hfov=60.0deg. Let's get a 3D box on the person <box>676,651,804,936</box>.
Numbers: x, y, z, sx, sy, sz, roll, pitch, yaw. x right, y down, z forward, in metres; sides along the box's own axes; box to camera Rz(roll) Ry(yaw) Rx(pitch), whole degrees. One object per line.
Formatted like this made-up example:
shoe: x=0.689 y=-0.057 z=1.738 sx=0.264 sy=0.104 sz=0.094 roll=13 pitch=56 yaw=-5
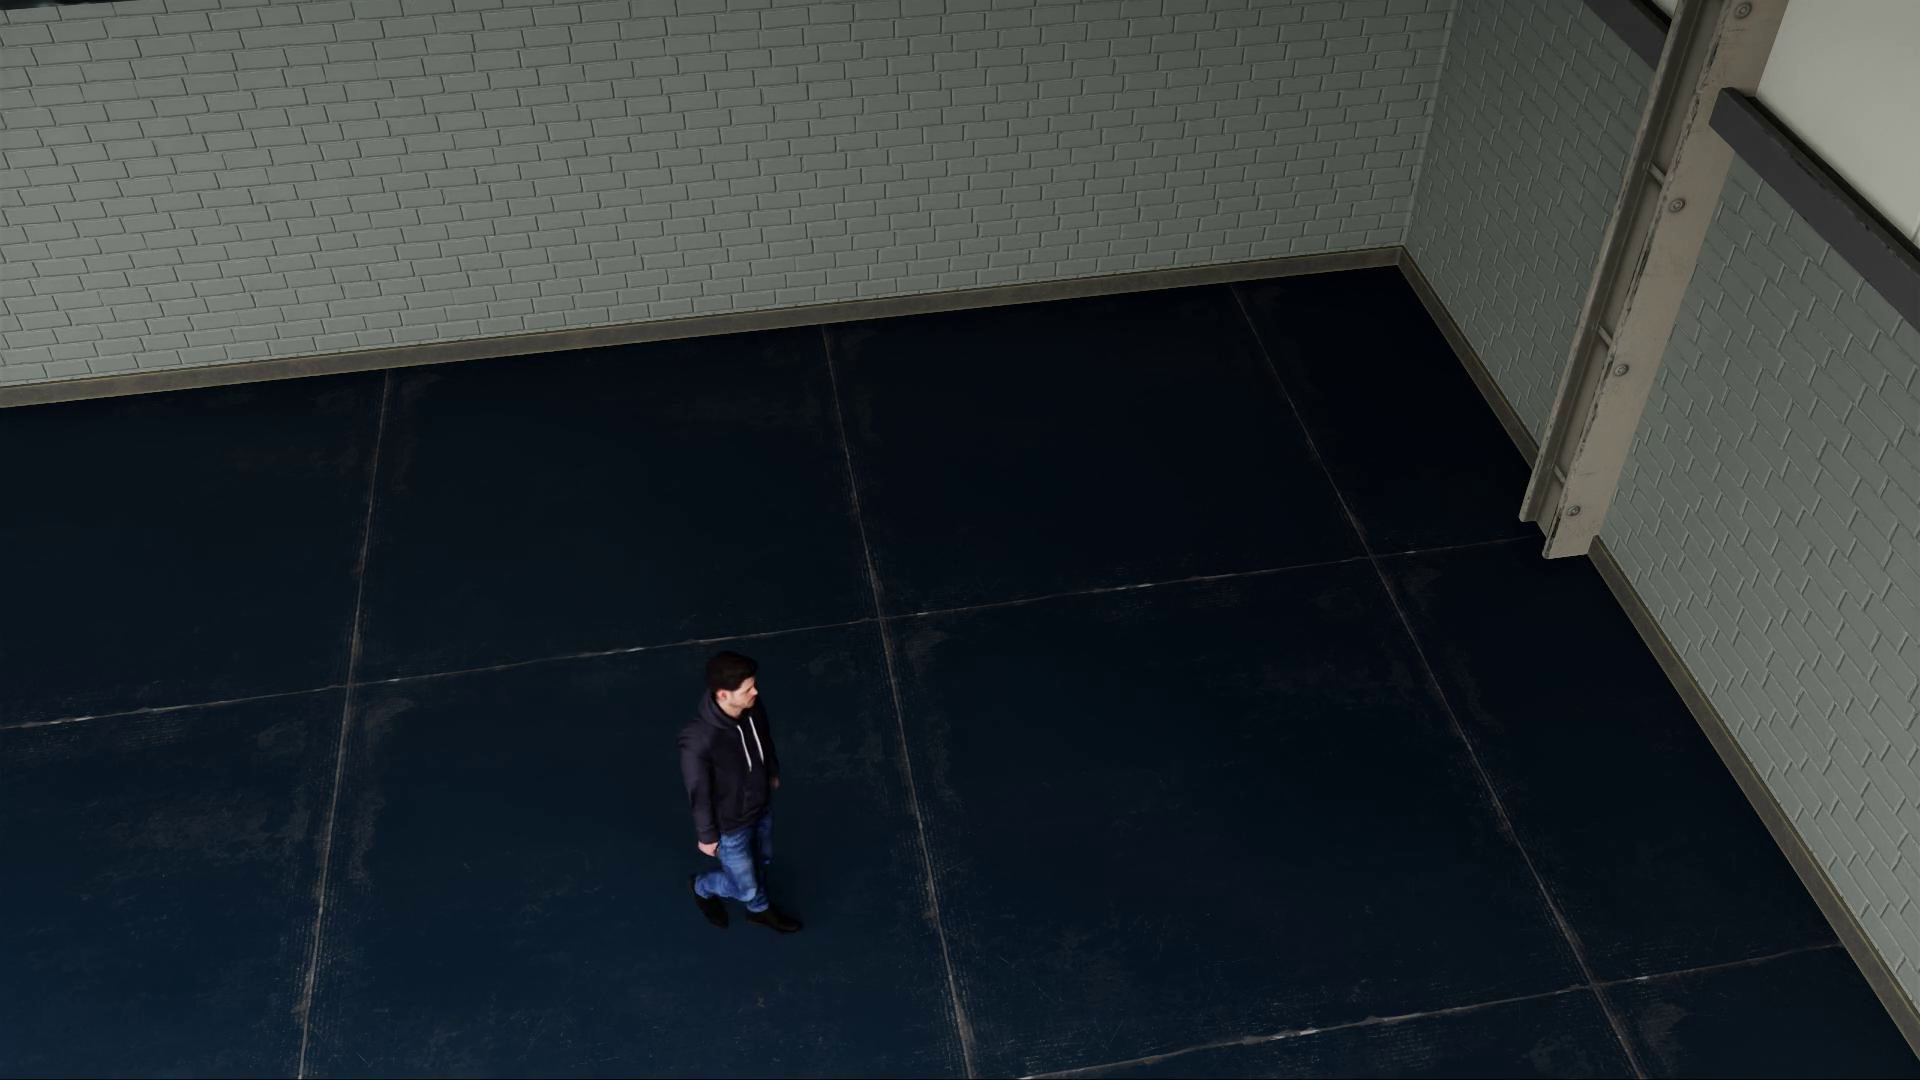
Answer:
person: x=-1.083 y=1.168 z=7.539 sx=0.970 sy=1.879 sz=0.915 roll=19 pitch=46 yaw=20
